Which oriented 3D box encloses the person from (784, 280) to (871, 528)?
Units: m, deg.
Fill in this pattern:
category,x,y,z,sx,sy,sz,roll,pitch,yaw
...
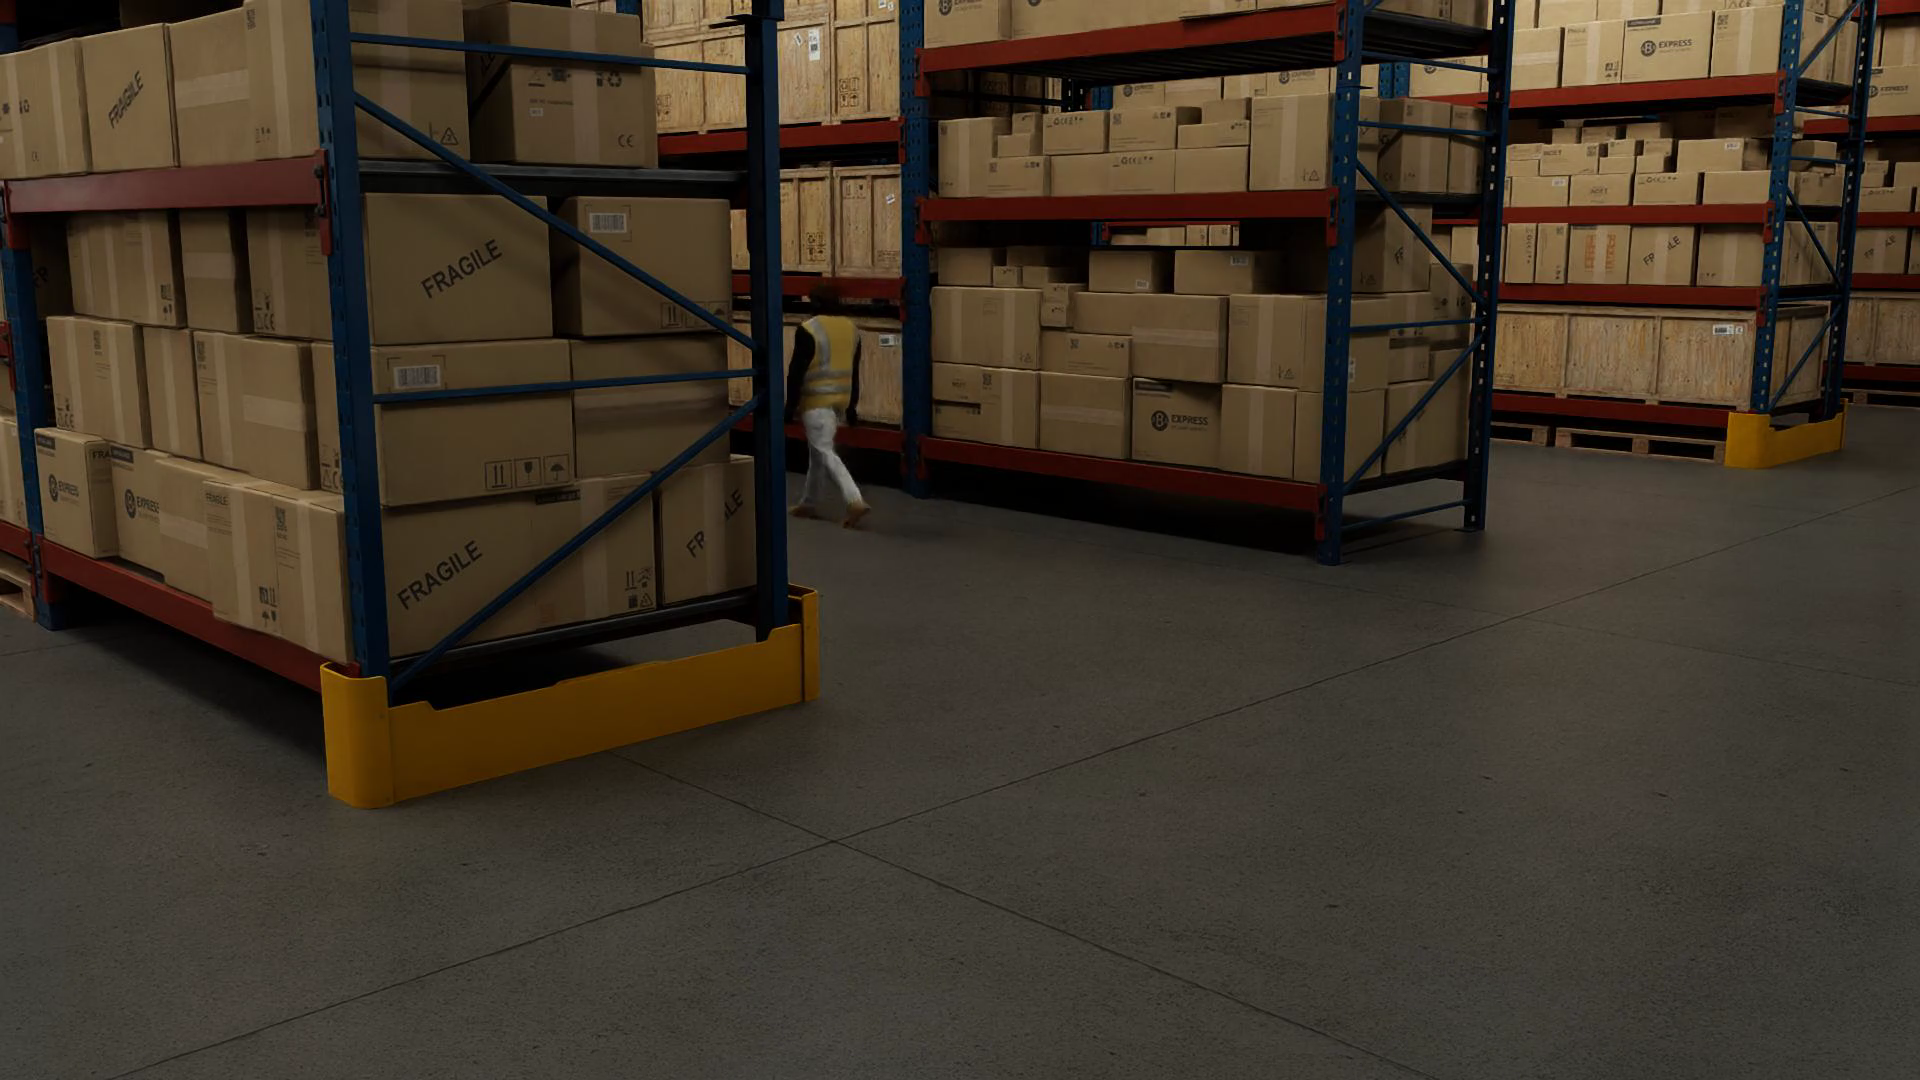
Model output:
category,x,y,z,sx,sy,sz,roll,pitch,yaw
person,-0.970,-1.007,12.260,0.895,1.815,0.617,7,12,33
